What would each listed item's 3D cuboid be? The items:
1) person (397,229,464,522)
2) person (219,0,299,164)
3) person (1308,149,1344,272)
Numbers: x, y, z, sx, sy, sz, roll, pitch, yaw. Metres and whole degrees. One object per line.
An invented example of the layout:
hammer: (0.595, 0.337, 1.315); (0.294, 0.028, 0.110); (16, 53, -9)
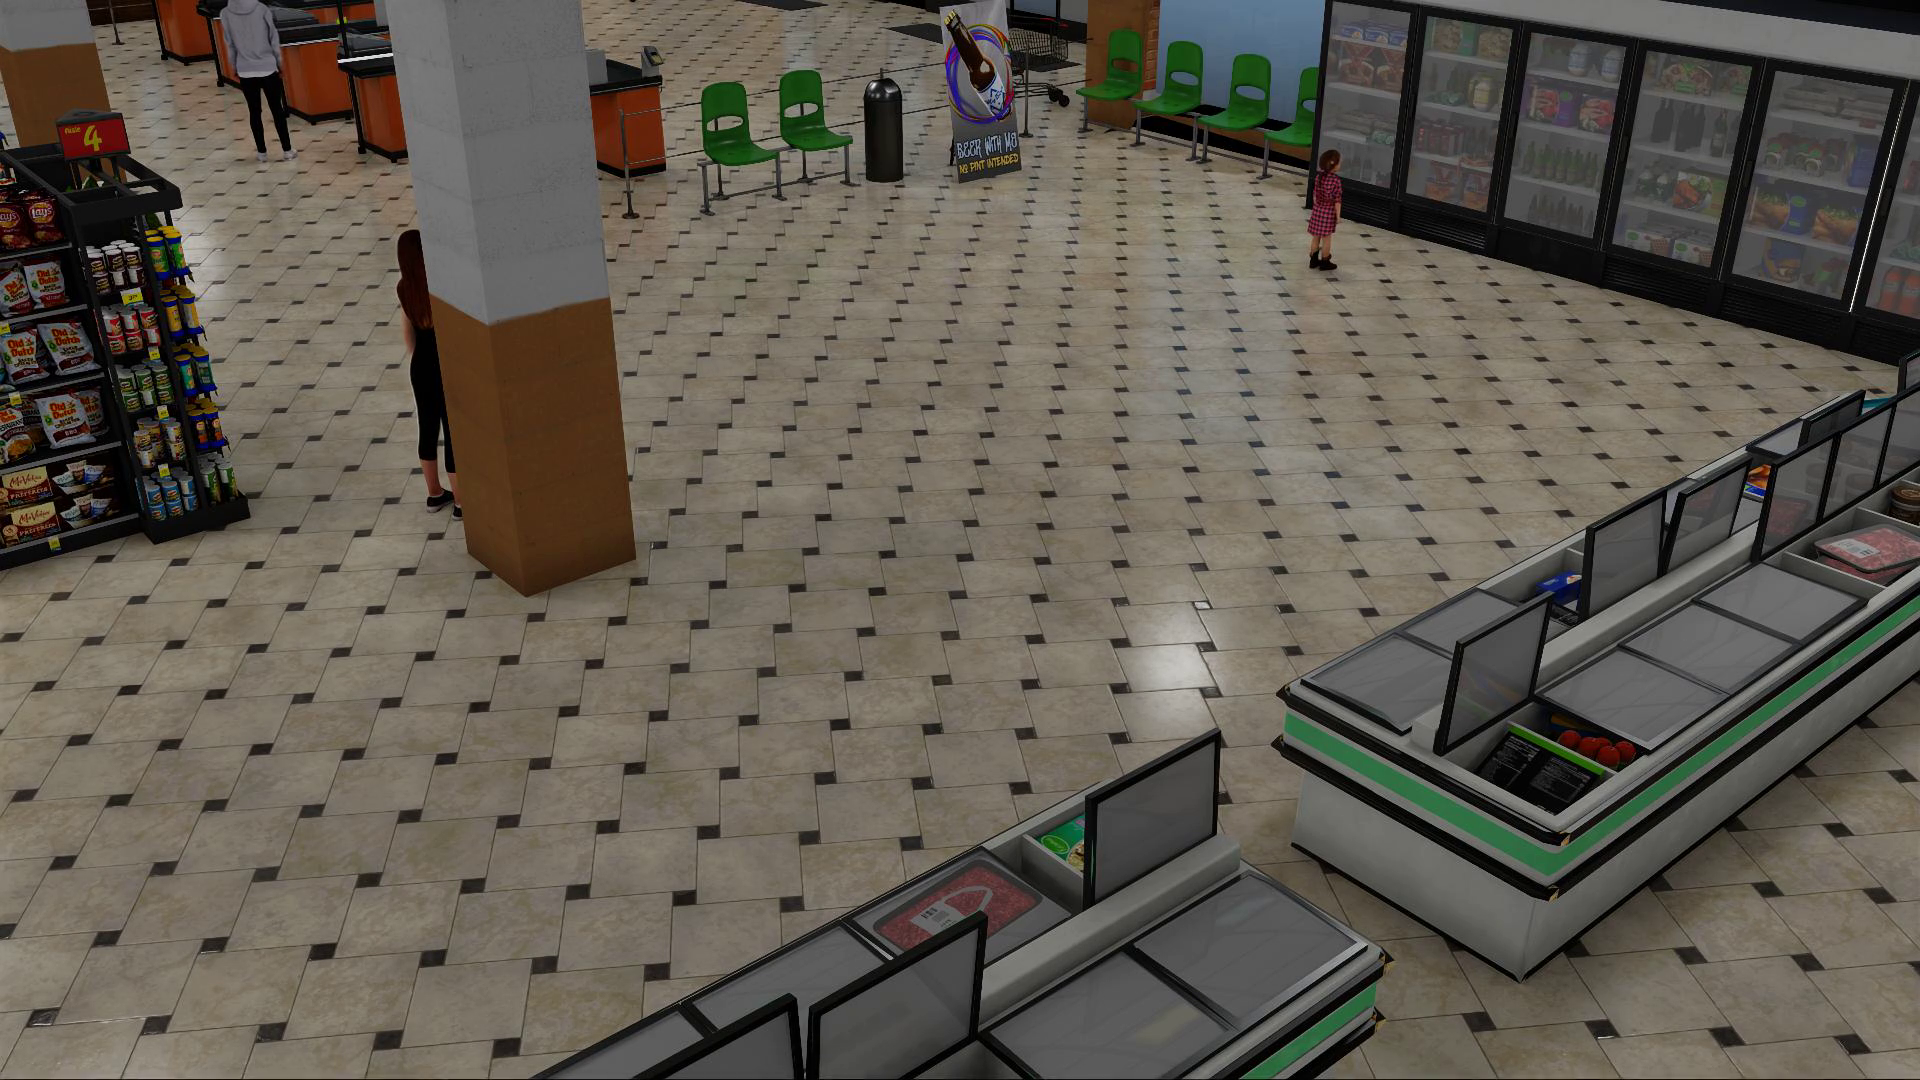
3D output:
person: (-3.037, -0.953, 9.624); (0.626, 1.726, 0.589); (17, 32, 30)
person: (-7.245, -4.876, 17.135); (0.673, 1.929, 0.820); (-8, 28, -16)
person: (3.080, -2.783, 14.011); (0.441, 1.022, 0.434); (-23, 35, -37)
